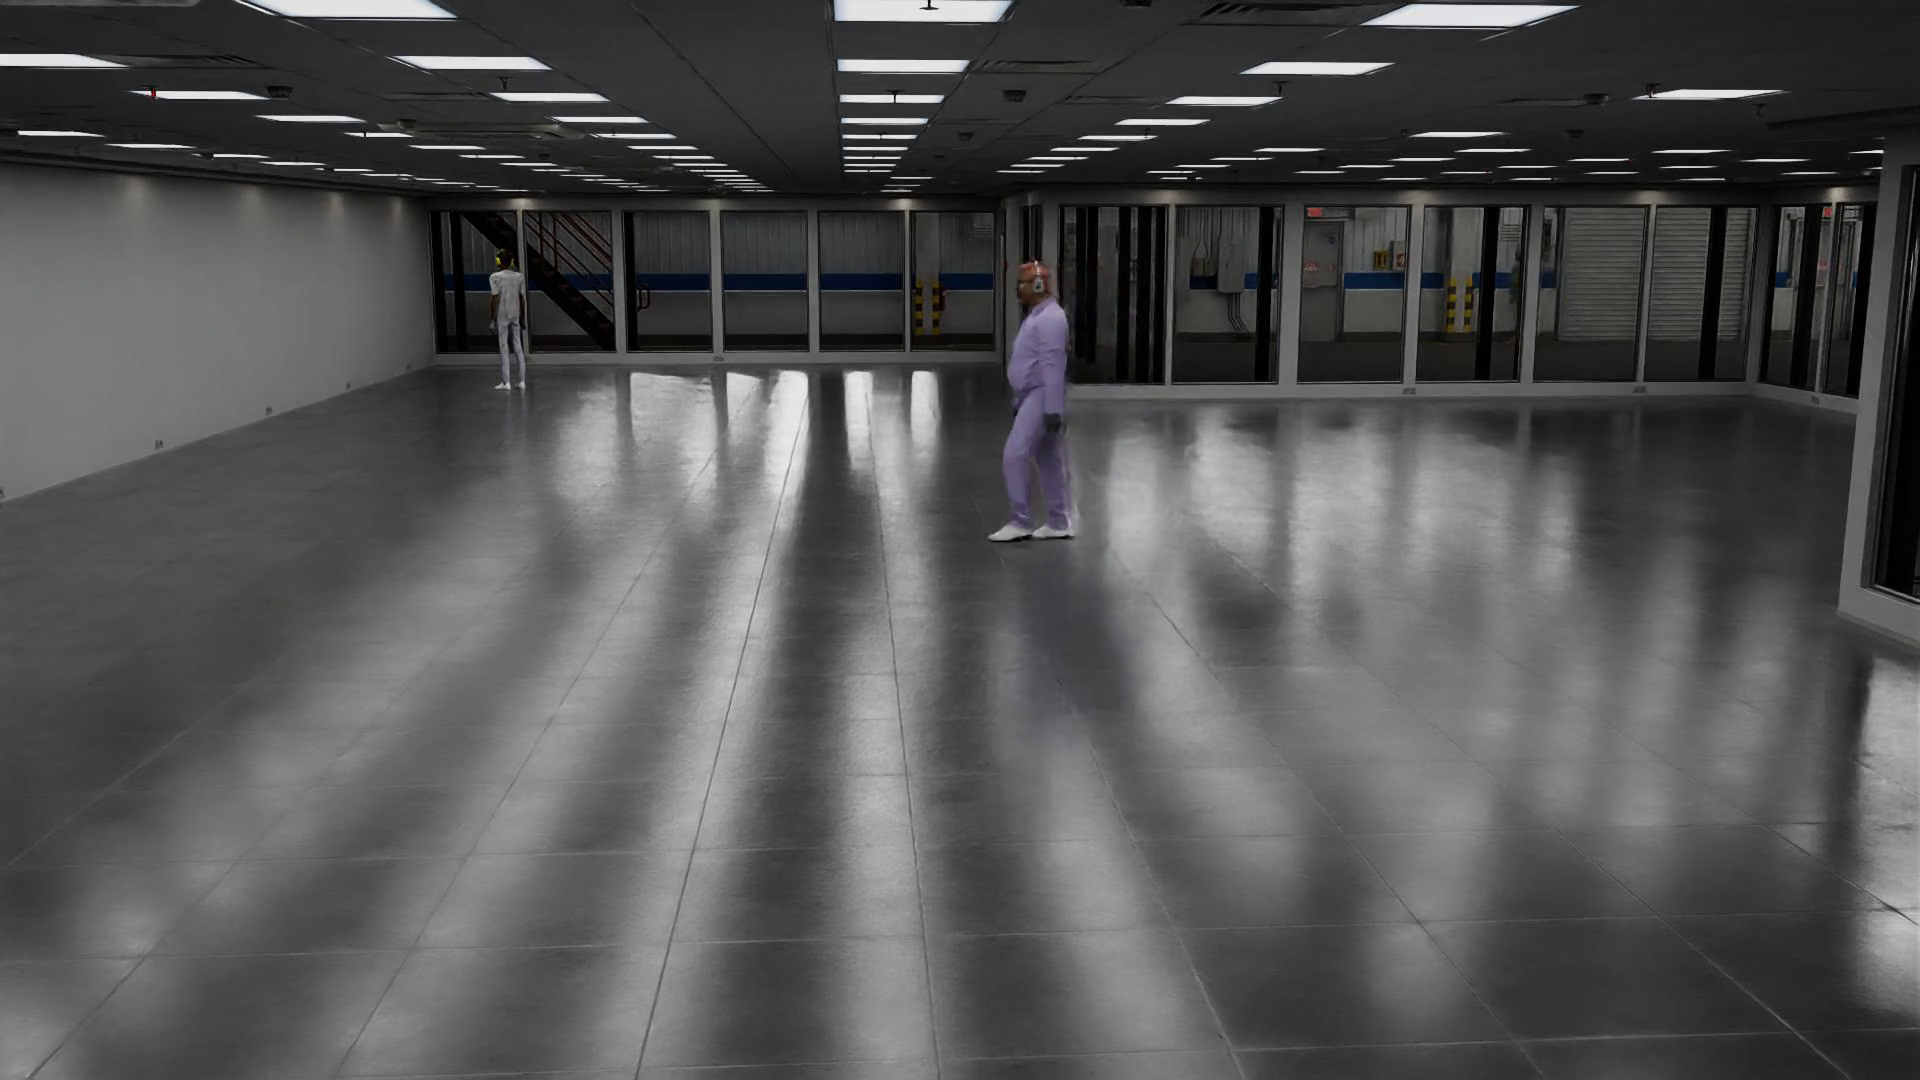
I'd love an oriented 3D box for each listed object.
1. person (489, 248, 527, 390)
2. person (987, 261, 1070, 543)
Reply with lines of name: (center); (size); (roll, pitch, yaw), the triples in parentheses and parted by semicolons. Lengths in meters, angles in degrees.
person: (-5.993, -2.913, 22.005); (0.537, 1.869, 0.314); (-10, 14, -43)
person: (0.425, -0.914, 11.173); (0.731, 1.879, 0.671); (-1, 11, -4)
